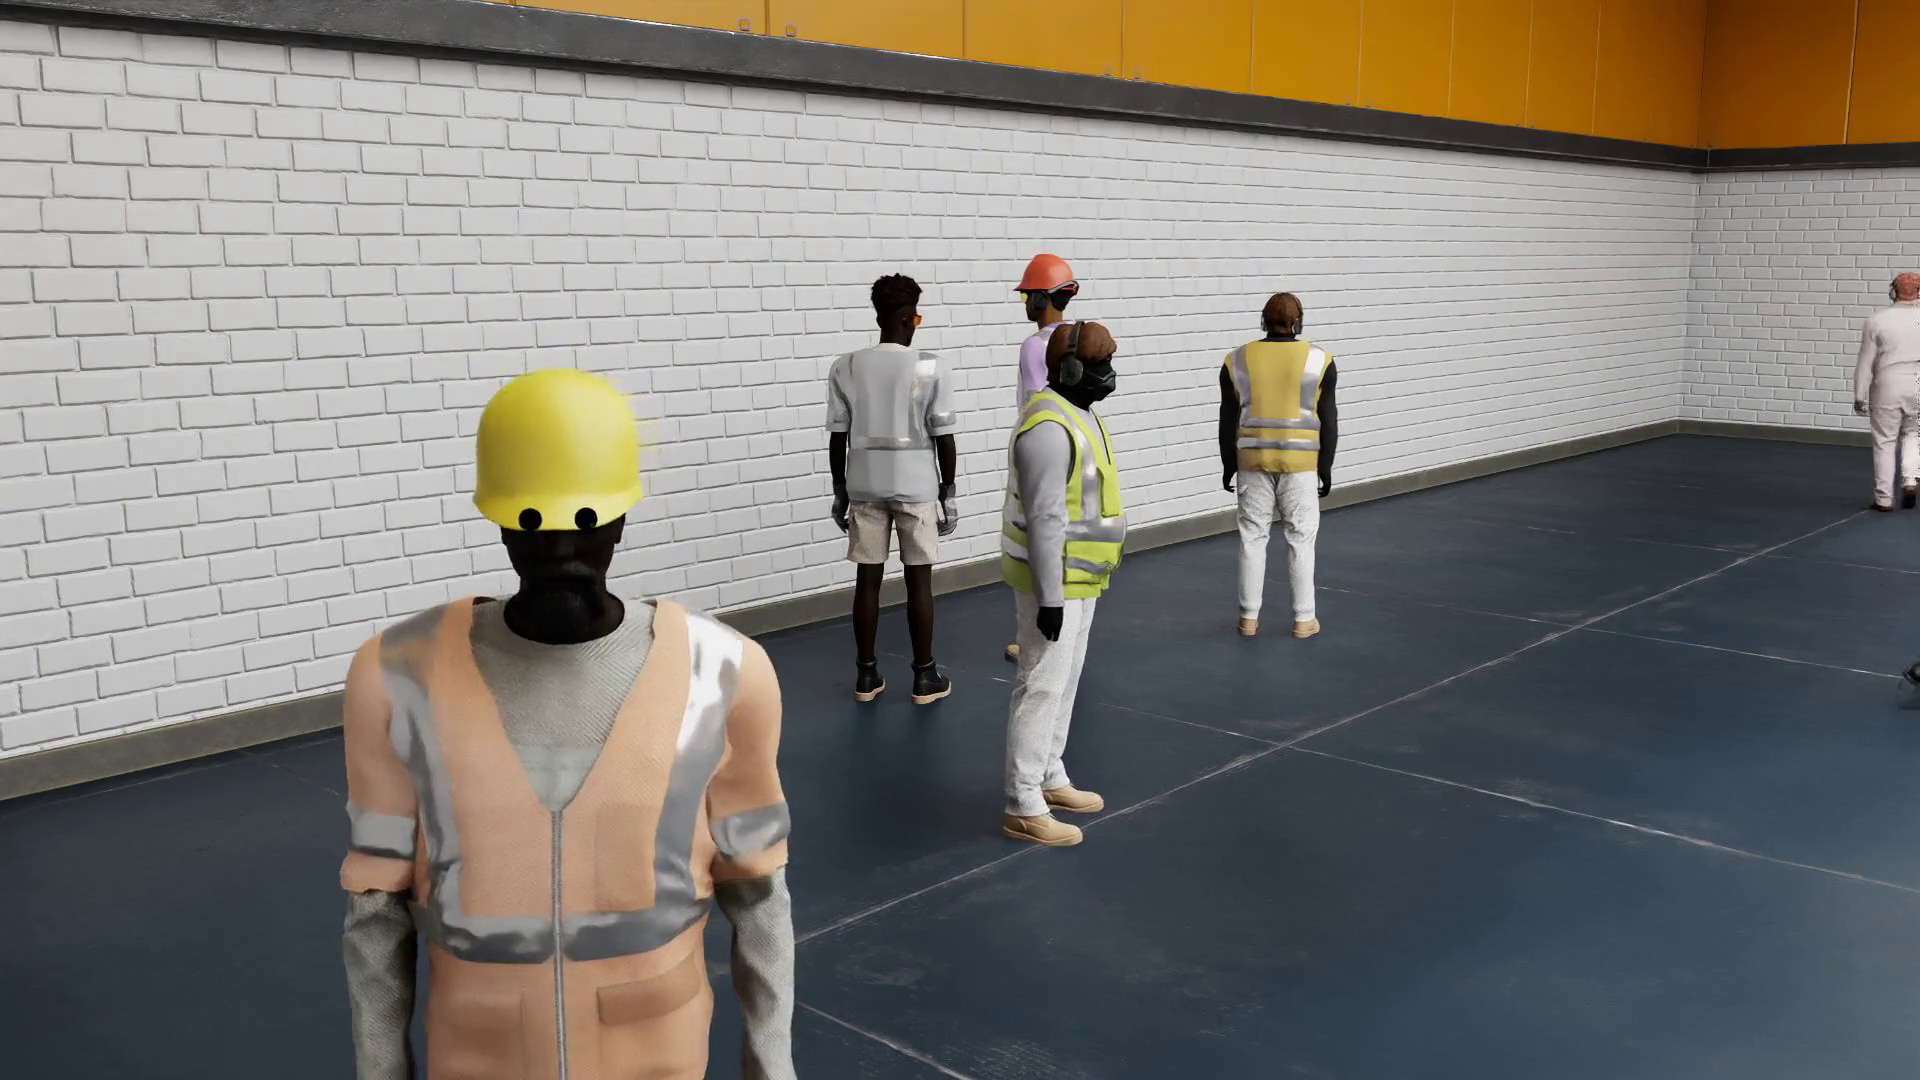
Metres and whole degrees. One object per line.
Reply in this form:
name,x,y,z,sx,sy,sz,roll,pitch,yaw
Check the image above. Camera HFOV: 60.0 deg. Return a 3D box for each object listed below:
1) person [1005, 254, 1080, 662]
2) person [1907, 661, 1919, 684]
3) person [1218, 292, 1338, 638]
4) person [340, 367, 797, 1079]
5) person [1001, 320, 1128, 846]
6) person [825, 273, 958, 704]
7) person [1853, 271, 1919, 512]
person,0.435,-0.398,8.337,0.378,2.045,0.605,6,12,30
person,4.736,-0.190,7.590,0.930,1.904,0.546,-3,10,-17
person,1.696,-0.395,8.898,0.623,1.844,0.430,3,10,17
person,-0.528,0.719,2.321,0.632,1.924,0.389,-2,10,-9
person,0.370,0.147,5.873,0.431,1.831,0.644,3,10,16
person,-0.301,-0.229,7.600,0.612,1.962,0.364,3,10,14
person,7.377,-1.156,13.078,0.675,1.891,0.427,2,10,10
